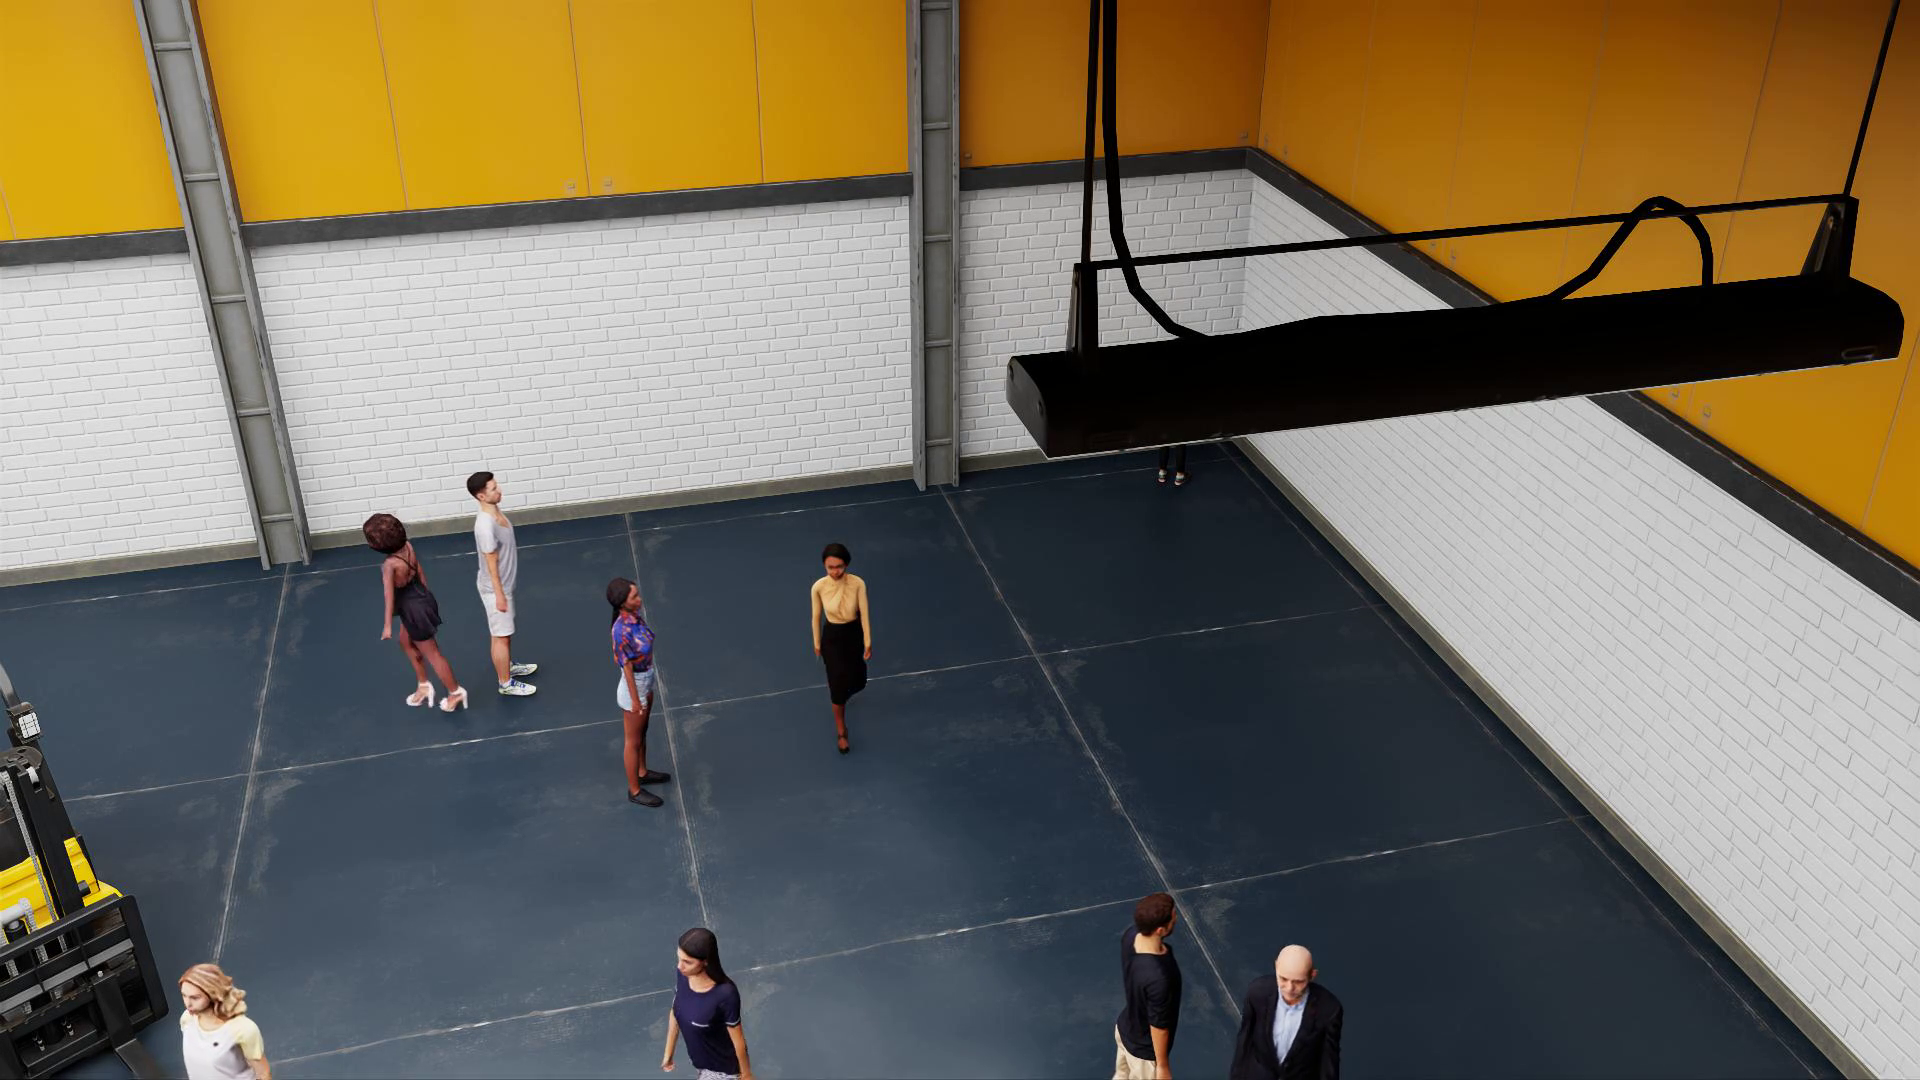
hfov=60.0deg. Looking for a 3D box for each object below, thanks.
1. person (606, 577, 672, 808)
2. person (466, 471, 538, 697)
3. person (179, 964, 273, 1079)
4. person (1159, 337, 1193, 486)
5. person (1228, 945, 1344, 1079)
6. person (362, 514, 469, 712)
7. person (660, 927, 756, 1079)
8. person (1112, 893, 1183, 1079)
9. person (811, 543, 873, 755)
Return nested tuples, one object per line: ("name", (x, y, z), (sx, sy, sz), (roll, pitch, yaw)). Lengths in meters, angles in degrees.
("person", (-2.253, 1.030, 11.529), (0.616, 1.741, 0.646), (2, 29, 3))
("person", (-3.542, 0.313, 12.723), (0.599, 1.855, 0.692), (-5, 29, -8))
("person", (-3.608, 2.786, 8.329), (0.663, 1.723, 0.766), (8, 30, 15))
("person", (2.067, -1.242, 15.965), (0.637, 1.481, 0.705), (14, 32, 24))
("person", (1.648, 2.702, 8.414), (0.901, 1.788, 0.961), (12, 31, 21))
("person", (-3.981, 0.561, 12.380), (0.790, 1.748, 0.677), (5, 29, 9))
("person", (-1.188, 2.652, 8.584), (1.209, 1.713, 0.941), (-23, 36, -36))
("person", (0.942, 2.571, 8.587), (0.545, 1.851, 0.634), (-7, 29, -12))
("person", (-0.852, 0.736, 12.181), (0.866, 1.632, 0.653), (-5, 29, -9))
